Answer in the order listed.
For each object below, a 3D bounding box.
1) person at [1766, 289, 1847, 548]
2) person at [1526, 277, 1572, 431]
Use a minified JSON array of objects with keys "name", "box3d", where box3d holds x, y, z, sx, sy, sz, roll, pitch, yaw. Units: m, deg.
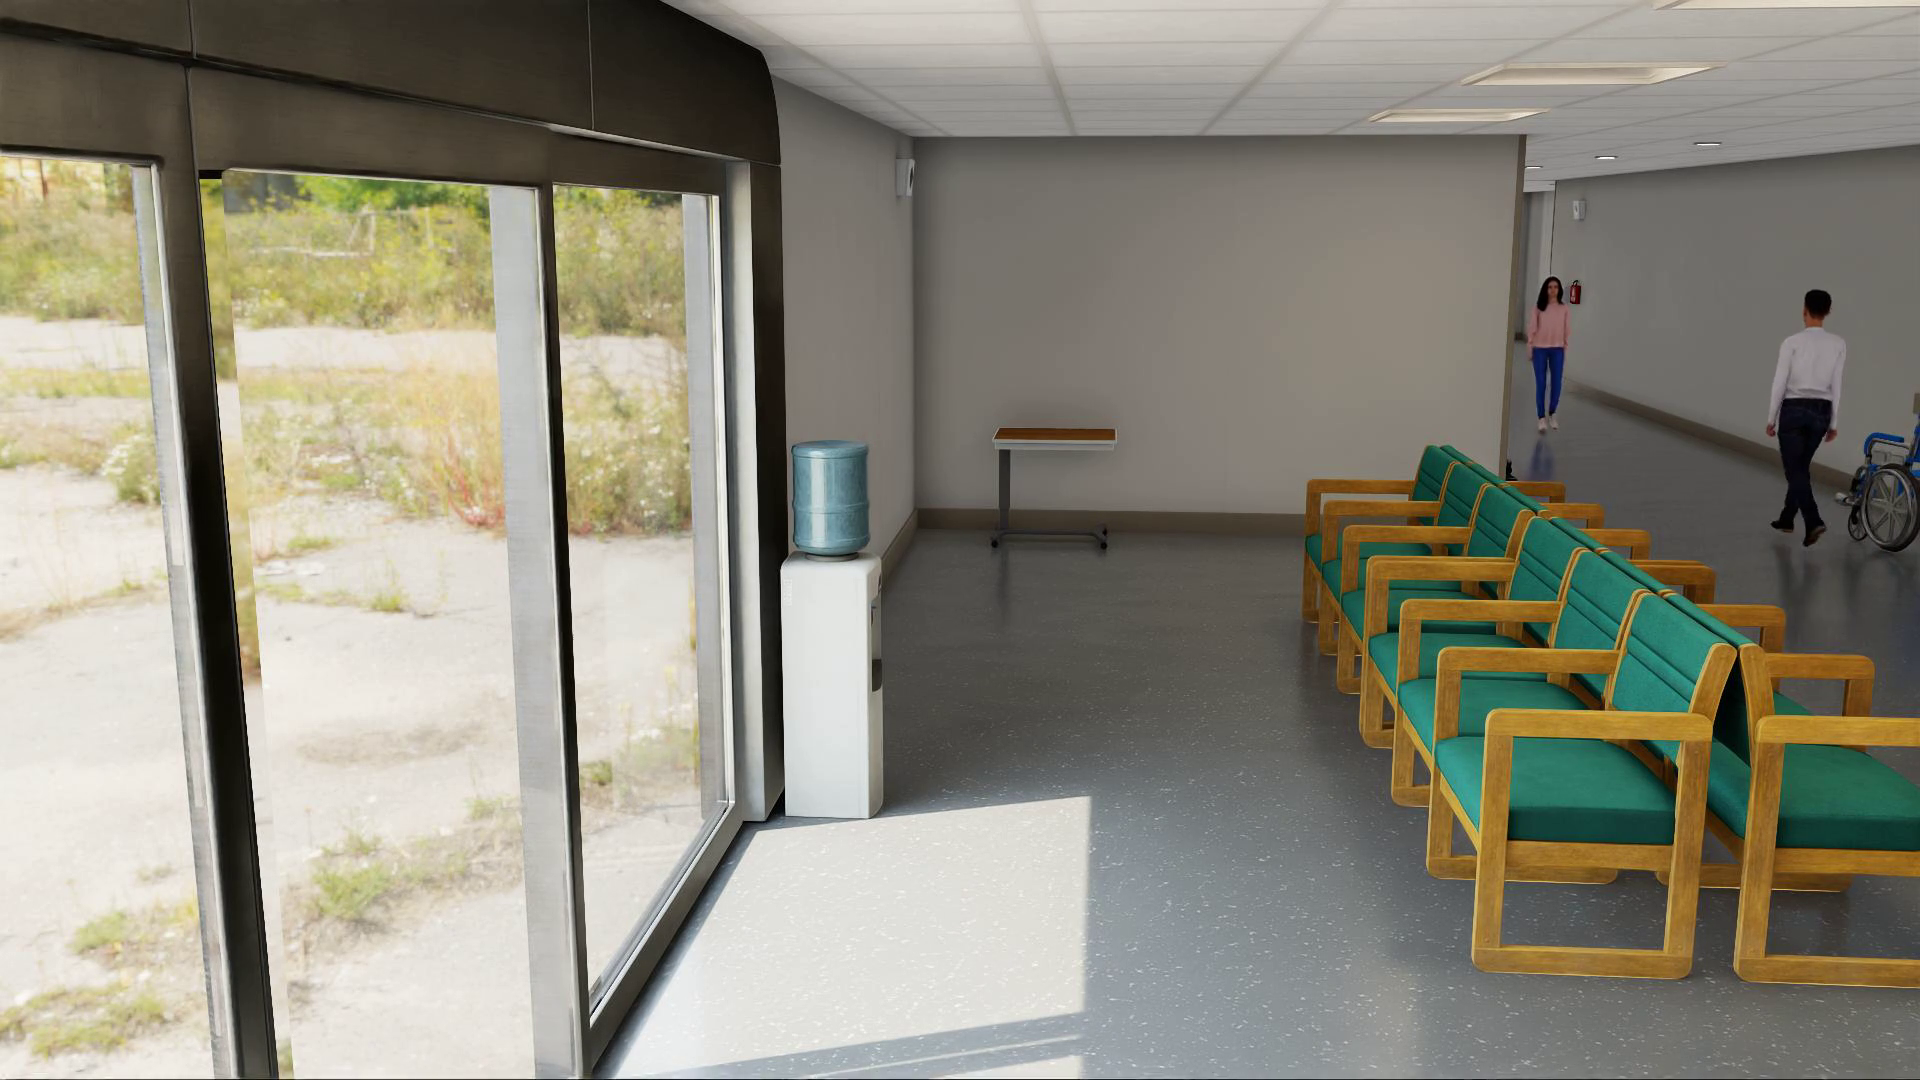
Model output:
[{"name":"person","box3d":[6.183,-0.875,12.109,1.118,1.848,0.692,1,11,3]},{"name":"person","box3d":[6.726,-2.129,19.076,0.603,1.754,0.754,3,11,14]}]
